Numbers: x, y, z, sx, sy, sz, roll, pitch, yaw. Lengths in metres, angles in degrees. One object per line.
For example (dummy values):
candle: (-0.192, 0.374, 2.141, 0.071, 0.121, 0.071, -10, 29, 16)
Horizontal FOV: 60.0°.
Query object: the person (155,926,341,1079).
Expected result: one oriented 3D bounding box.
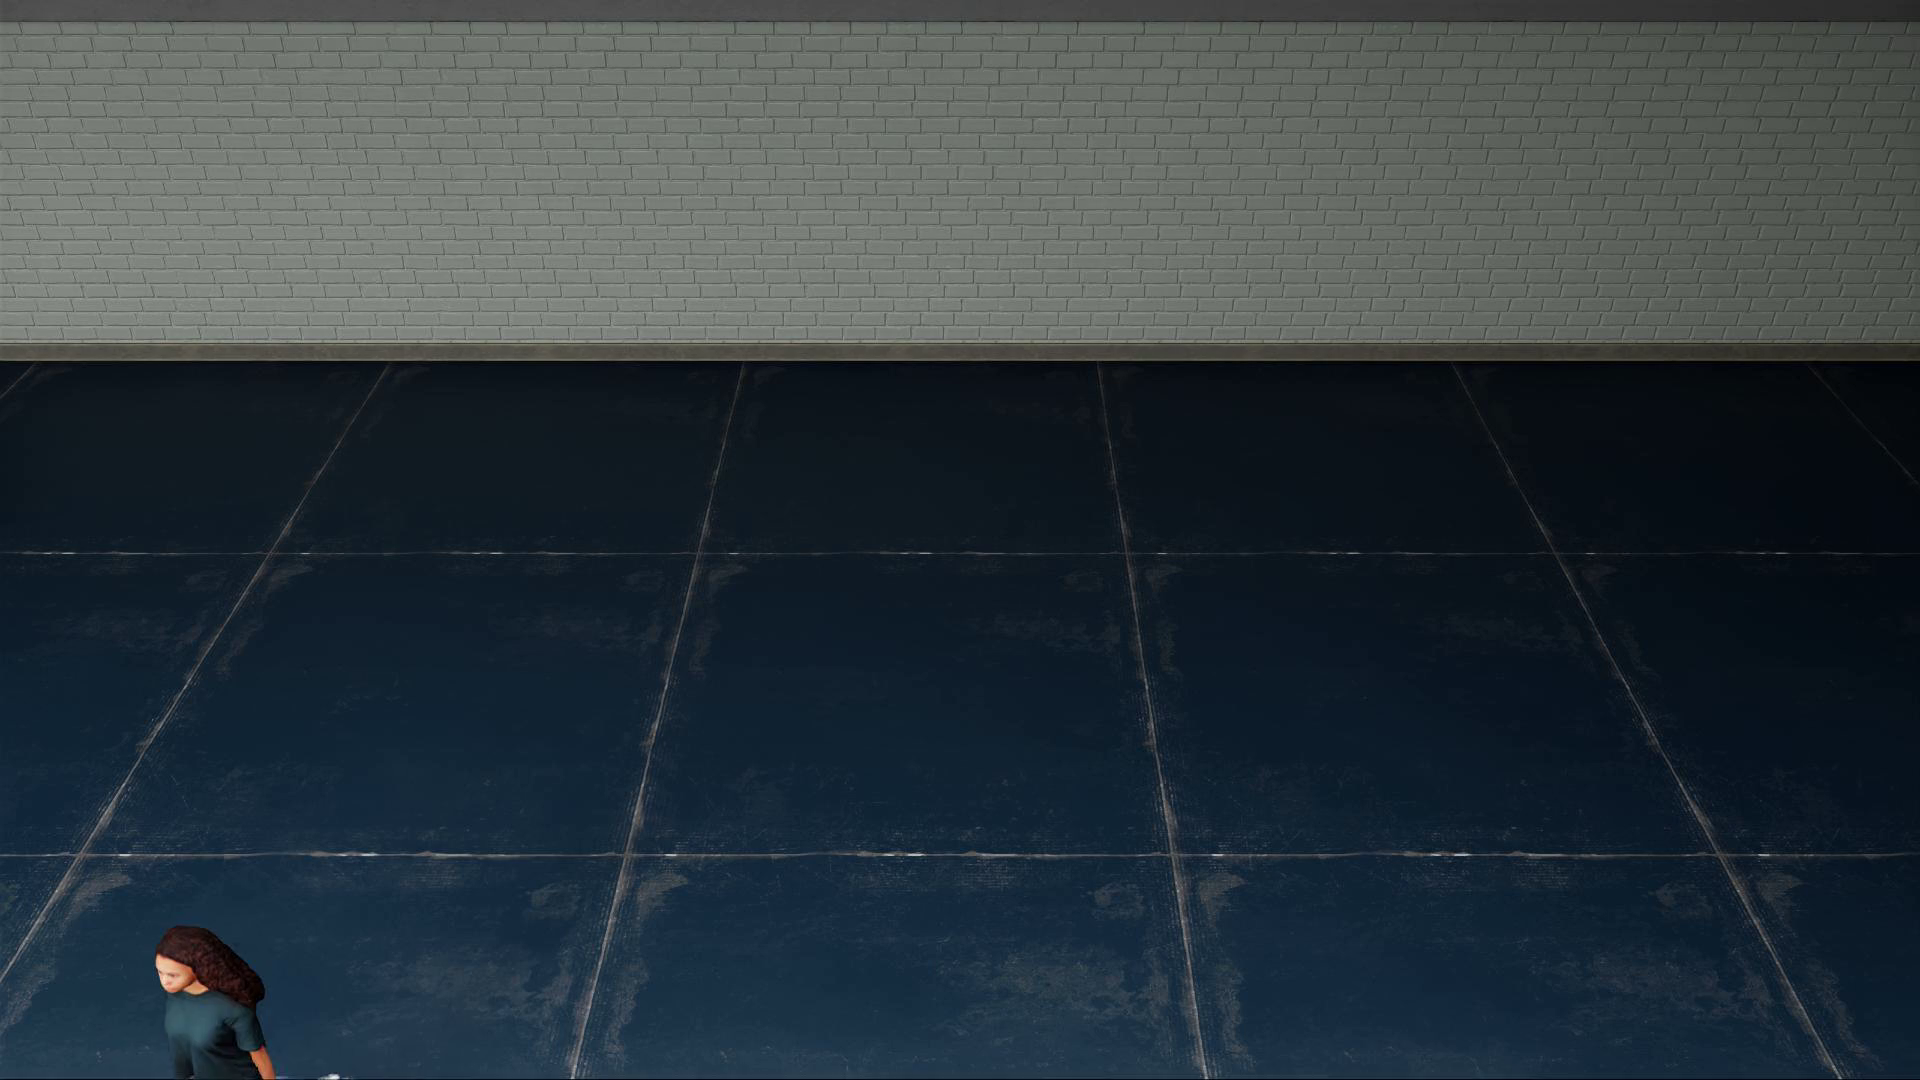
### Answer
person: (-3.006, 2.168, 6.982, 0.897, 1.593, 1.127, 15, 36, 22)
